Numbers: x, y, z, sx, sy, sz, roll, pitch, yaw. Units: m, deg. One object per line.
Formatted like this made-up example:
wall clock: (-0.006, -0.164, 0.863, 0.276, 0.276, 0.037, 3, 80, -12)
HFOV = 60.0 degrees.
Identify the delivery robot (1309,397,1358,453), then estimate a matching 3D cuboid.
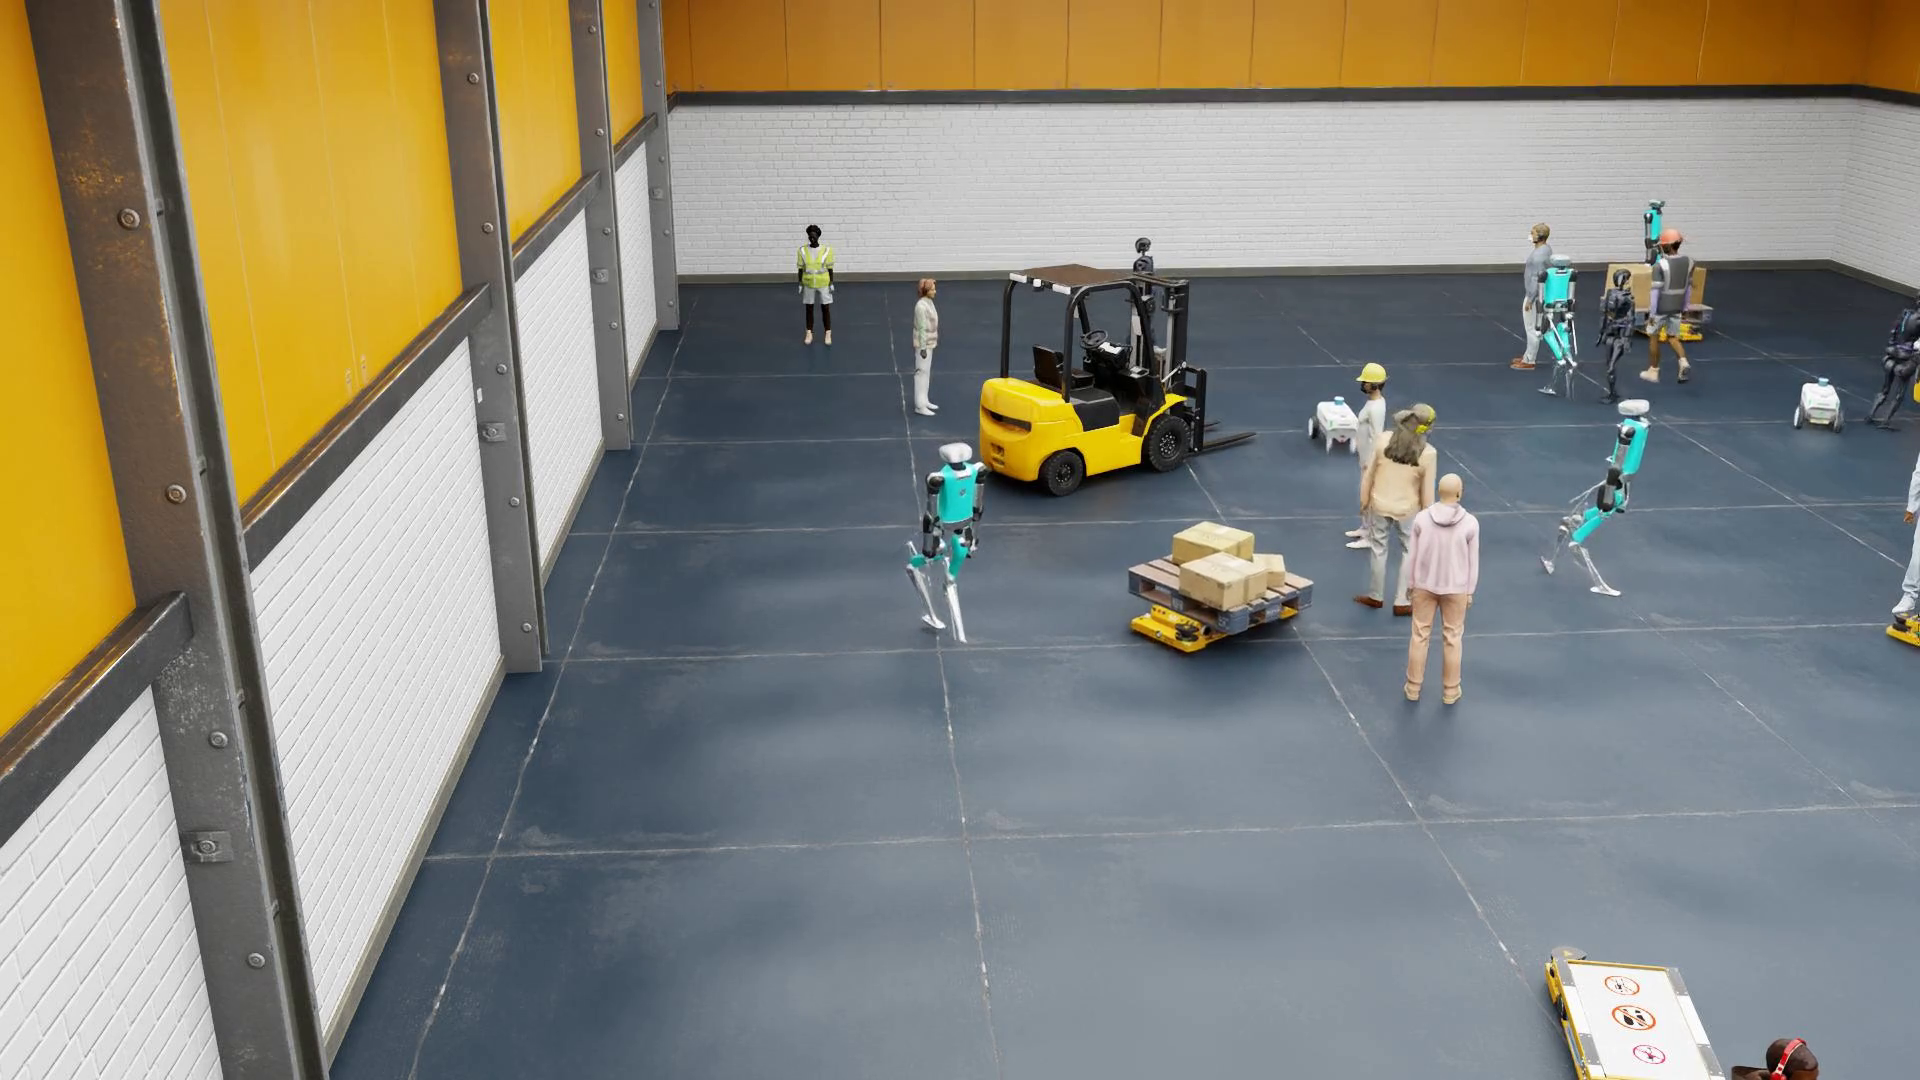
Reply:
delivery robot: (4.261, -1.326, 18.809, 0.499, 0.582, 0.764, 0, 20, 0)

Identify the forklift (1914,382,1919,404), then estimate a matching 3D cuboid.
forklift: (12.602, -2.435, 19.475, 2.313, 2.155, 1.214, -1, 20, -4)

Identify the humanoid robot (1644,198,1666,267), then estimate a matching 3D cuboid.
humanoid robot: (10.561, -4.206, 24.948, 0.725, 1.789, 0.532, 15, 25, 35)

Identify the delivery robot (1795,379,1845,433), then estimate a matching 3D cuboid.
delivery robot: (10.102, -1.589, 19.544, 0.499, 0.595, 0.781, 7, 21, 19)

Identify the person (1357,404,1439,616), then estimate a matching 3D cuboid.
person: (3.702, -0.261, 14.069, 0.664, 1.847, 0.376, 10, 22, 25)

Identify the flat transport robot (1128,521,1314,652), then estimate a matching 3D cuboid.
flat transport robot: (2.176, 0.594, 14.010, 1.431, 0.231, 0.659, -15, 25, -36)

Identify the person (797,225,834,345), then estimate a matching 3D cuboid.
person: (-2.020, -3.577, 23.309, 0.535, 1.694, 0.320, 2, 20, 4)

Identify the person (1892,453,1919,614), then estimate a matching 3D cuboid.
person: (8.261, -0.253, 13.926, 0.595, 1.918, 0.385, 15, 25, 35)

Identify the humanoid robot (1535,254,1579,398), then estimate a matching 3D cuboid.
humanoid robot: (7.462, -2.575, 20.594, 0.538, 1.843, 0.758, -5, 21, -12)

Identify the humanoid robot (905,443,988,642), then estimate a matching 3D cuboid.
humanoid robot: (-0.176, 0.002, 13.537, 0.553, 1.781, 0.895, -12, 23, -29)

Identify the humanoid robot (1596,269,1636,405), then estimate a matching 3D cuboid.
humanoid robot: (8.054, -2.514, 20.443, 0.458, 1.641, 0.608, -6, 21, -17)

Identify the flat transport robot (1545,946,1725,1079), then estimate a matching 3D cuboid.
flat transport robot: (3.477, 2.598, 8.549, 0.659, 0.231, 1.431, 3, 20, 8)

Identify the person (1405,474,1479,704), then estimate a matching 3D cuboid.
person: (3.577, 0.376, 12.409, 0.524, 1.780, 0.407, 7, 21, 19)

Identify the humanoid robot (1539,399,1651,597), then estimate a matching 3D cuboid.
humanoid robot: (5.516, -0.418, 14.698, 0.926, 1.798, 0.562, 16, 26, 37)

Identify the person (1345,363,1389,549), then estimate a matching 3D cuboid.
person: (3.820, -0.790, 15.607, 0.309, 1.767, 0.531, 4, 21, 11)

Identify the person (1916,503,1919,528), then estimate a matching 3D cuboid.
person: (9.198, -0.776, 15.421, 0.791, 1.867, 0.410, -7, 21, -19)

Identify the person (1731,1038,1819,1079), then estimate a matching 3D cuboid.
person: (3.081, 2.628, 6.456, 0.455, 1.651, 0.338, -18, 27, -41)

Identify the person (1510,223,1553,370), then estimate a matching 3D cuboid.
person: (7.573, -3.213, 21.961, 0.369, 1.940, 0.631, 9, 22, 23)

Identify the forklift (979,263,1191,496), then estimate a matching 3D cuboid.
forklift: (1.315, -1.764, 17.646, 2.313, 2.155, 1.214, -14, 24, -33)

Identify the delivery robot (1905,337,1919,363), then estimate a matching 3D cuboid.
delivery robot: (13.038, -2.554, 22.198, 0.510, 0.614, 0.785, -11, 23, -28)

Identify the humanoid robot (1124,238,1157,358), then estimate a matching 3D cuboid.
humanoid robot: (2.443, -3.282, 22.553, 0.698, 1.632, 0.603, 6, 21, 16)

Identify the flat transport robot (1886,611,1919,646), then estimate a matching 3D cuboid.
flat transport robot: (8.309, 0.847, 13.321, 0.659, 0.231, 1.431, -13, 24, -31)

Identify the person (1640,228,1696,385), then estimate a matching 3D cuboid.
person: (9.014, -2.938, 21.098, 0.628, 2.009, 0.733, -4, 21, -11)

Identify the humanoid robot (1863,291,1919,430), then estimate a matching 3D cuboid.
humanoid robot: (10.915, -2.099, 19.305, 0.421, 1.635, 0.614, -5, 21, -12)

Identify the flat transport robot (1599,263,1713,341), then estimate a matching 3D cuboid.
flat transport robot: (10.093, -3.141, 24.185, 0.659, 0.231, 1.431, -3, 20, -8)

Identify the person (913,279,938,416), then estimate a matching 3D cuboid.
person: (-0.414, -2.329, 19.980, 0.309, 1.638, 0.522, 3, 20, 8)
